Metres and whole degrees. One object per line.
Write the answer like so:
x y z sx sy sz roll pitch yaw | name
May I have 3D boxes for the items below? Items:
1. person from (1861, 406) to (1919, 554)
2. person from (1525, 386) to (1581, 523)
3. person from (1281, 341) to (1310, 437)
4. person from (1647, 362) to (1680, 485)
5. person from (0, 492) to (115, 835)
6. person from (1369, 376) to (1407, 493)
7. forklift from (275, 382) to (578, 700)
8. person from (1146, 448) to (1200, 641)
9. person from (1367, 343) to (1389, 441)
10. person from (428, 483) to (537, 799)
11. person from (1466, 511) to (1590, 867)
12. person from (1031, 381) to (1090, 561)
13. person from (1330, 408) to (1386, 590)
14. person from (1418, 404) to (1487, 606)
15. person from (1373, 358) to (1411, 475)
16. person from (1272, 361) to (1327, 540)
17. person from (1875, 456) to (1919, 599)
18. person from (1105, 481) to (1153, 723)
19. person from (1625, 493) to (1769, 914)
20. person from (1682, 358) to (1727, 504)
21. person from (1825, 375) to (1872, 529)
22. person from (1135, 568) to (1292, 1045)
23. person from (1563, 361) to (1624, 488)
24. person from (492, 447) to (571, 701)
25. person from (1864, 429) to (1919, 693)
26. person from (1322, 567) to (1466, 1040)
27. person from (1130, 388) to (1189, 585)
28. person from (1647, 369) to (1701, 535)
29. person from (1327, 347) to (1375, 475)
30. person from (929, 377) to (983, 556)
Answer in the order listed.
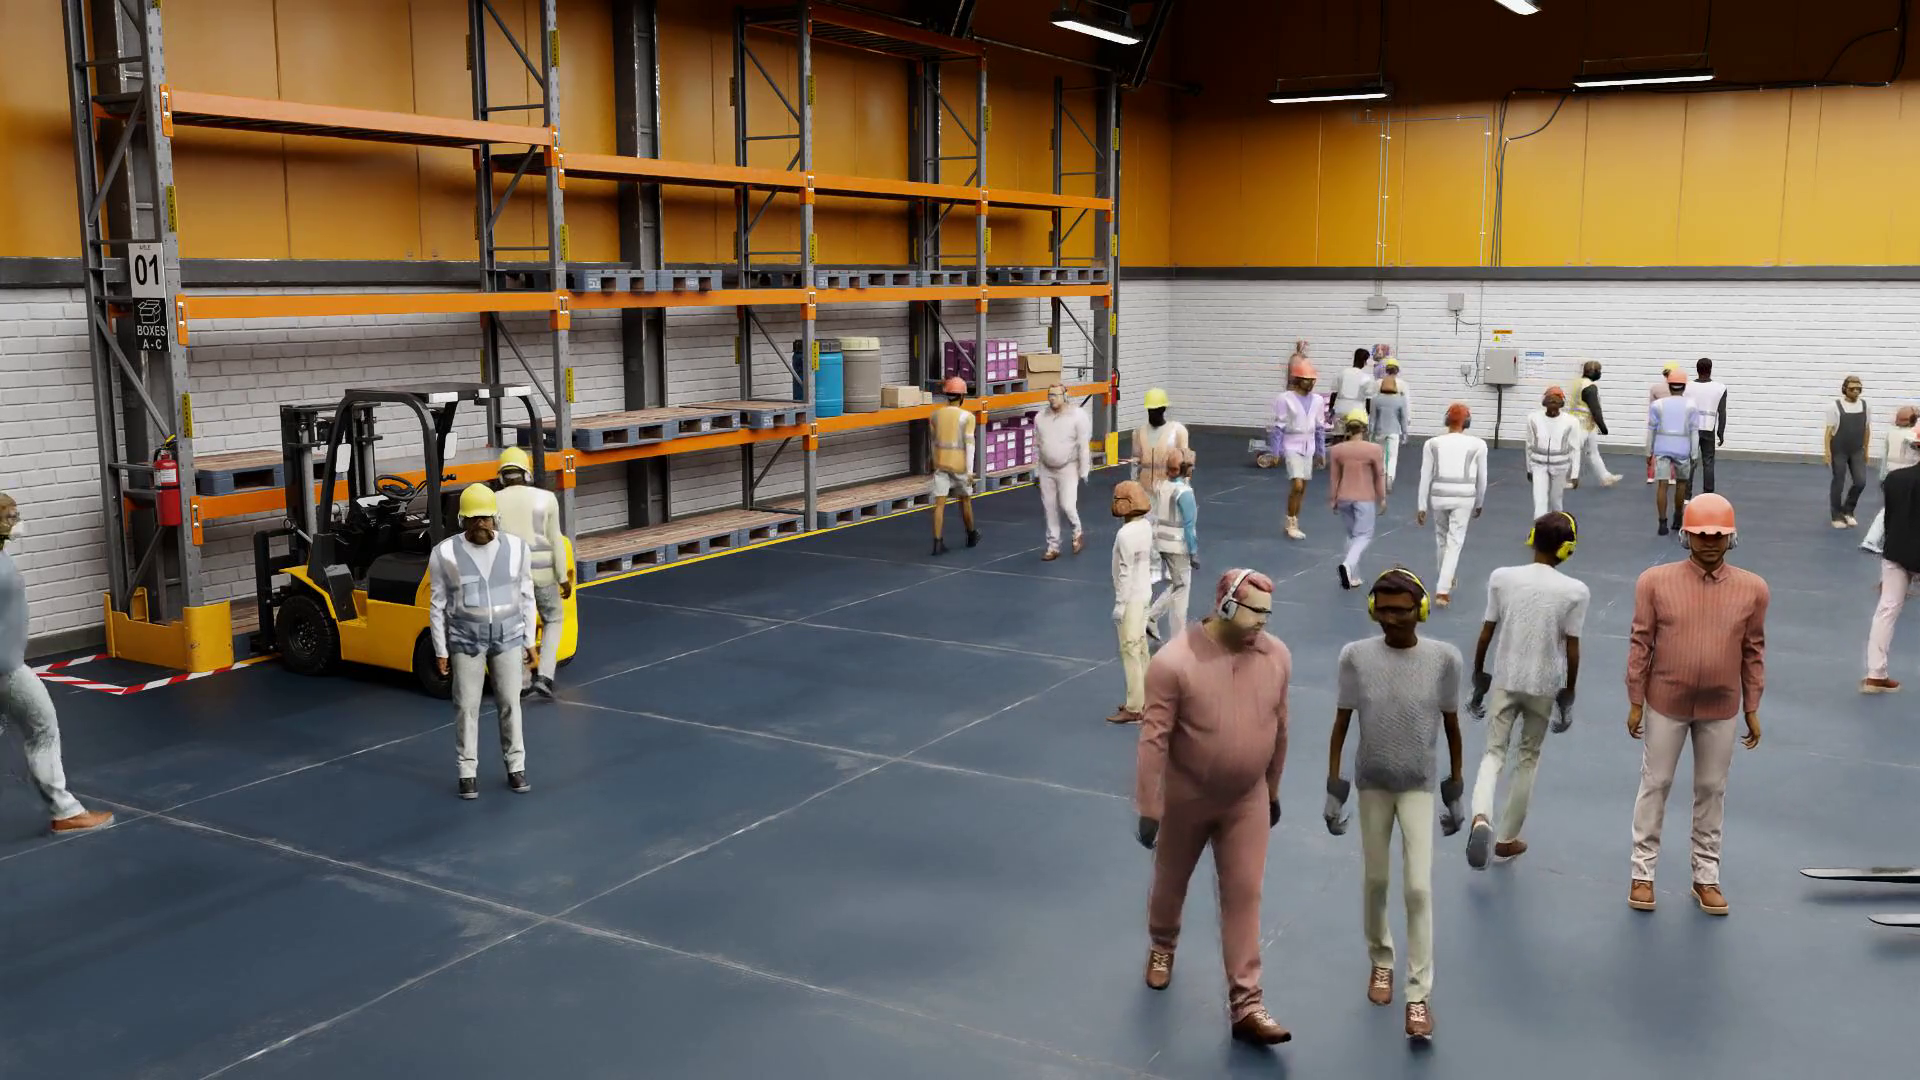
10.102 -0.640 17.876 0.870 1.595 0.523 -1 9 -4 | person
6.460 -0.785 18.122 0.587 1.822 1.021 4 10 25 | person
5.738 -2.465 28.413 0.494 1.870 0.759 0 9 3 | person
10.086 -1.660 23.723 0.525 1.764 0.336 8 12 42 | person
-5.115 0.672 8.734 0.990 1.903 0.642 -5 11 -31 | person
5.889 -1.457 22.925 0.508 1.610 0.731 3 9 16 | person
-3.974 -0.067 12.417 2.313 2.155 1.214 5 11 30 | forklift
1.721 0.082 13.247 0.395 1.627 0.523 -2 9 -11 | person
6.739 -2.214 26.765 0.448 1.893 0.641 3 10 17 | person
-2.729 0.577 9.558 0.594 1.826 0.403 -4 10 -25 | person
2.806 0.771 8.303 0.566 1.832 0.686 5 10 30 | person
1.054 -0.731 17.481 0.670 1.893 0.489 5 10 29 | person
3.723 -0.371 15.738 0.534 1.743 0.670 7 11 36 | person
4.504 -0.332 15.220 0.559 1.829 1.030 5 10 30 | person
6.517 -1.864 25.047 0.561 1.730 0.733 5 10 28 | person
3.852 -0.993 18.682 0.621 2.027 0.584 -4 10 -24 | person
8.826 -0.325 15.044 0.649 1.879 1.022 -7 11 -37 | person
1.143 0.421 11.171 0.278 1.627 0.530 4 10 24 | person
3.454 0.768 7.824 0.611 1.996 0.378 2 9 11 | person
9.640 -1.410 21.663 0.591 1.916 0.383 4 10 23 | person
10.423 -1.020 19.523 0.549 1.824 0.407 1 9 5 | person
1.027 1.025 6.701 0.686 1.840 1.007 -2 9 -11 | person
8.796 -1.597 23.212 1.001 1.785 0.622 2 9 11 | person
-3.029 0.261 11.572 0.656 1.813 0.612 0 9 -2 | person
6.933 0.123 11.944 0.994 1.951 0.608 -5 10 -27 | person
1.729 1.042 6.637 0.547 1.833 0.809 3 10 19 | person
1.910 -0.511 16.053 0.619 1.913 0.410 6 11 34 | person
8.297 -1.036 19.358 0.566 1.897 0.902 5 10 27 | person
5.747 -1.864 24.458 0.669 1.928 0.545 5 10 28 | person
-0.044 -0.810 18.001 0.569 1.882 0.999 4 10 23 | person
